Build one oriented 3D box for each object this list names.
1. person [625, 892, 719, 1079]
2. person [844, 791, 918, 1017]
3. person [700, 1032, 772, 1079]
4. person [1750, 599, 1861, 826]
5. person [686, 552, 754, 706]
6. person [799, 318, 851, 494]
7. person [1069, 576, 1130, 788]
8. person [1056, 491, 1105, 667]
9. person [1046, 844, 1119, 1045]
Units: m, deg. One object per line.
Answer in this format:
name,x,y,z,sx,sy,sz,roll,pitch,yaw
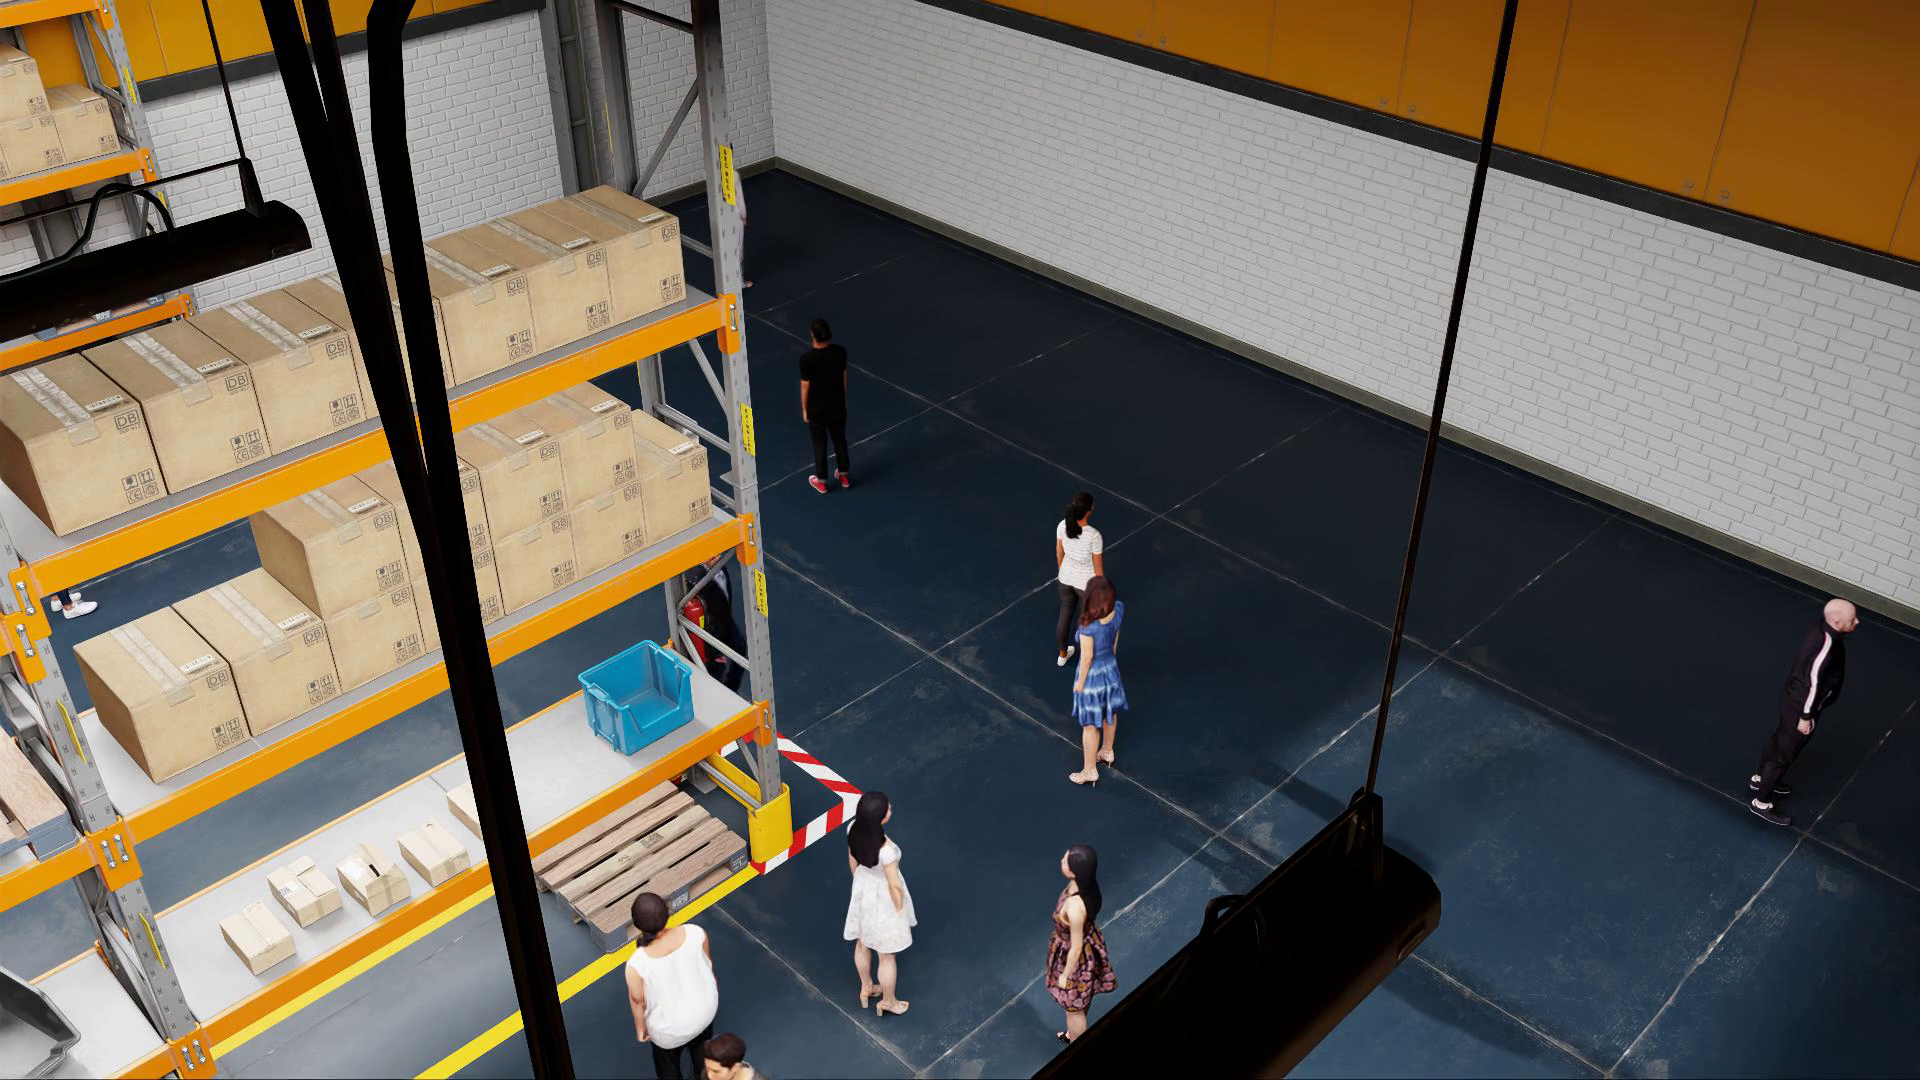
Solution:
person,-1.641,2.700,9.630,0.640,1.676,0.782,-20,38,-27
person,-0.509,2.240,10.235,0.633,1.774,0.646,-27,42,-34
person,-1.108,3.179,8.916,0.779,1.670,1.131,19,38,26
person,5.972,1.163,11.799,0.816,1.835,0.649,14,36,20
person,-1.943,0.662,12.610,0.883,1.772,0.778,6,34,9
person,-1.253,-1.253,15.506,0.589,1.757,0.742,-15,37,-21
person,0.989,1.016,12.047,0.754,1.805,0.554,23,40,31
person,0.948,0.327,13.227,0.600,1.646,0.568,22,39,29
person,0.679,2.473,9.883,0.856,1.774,0.777,7,34,11
